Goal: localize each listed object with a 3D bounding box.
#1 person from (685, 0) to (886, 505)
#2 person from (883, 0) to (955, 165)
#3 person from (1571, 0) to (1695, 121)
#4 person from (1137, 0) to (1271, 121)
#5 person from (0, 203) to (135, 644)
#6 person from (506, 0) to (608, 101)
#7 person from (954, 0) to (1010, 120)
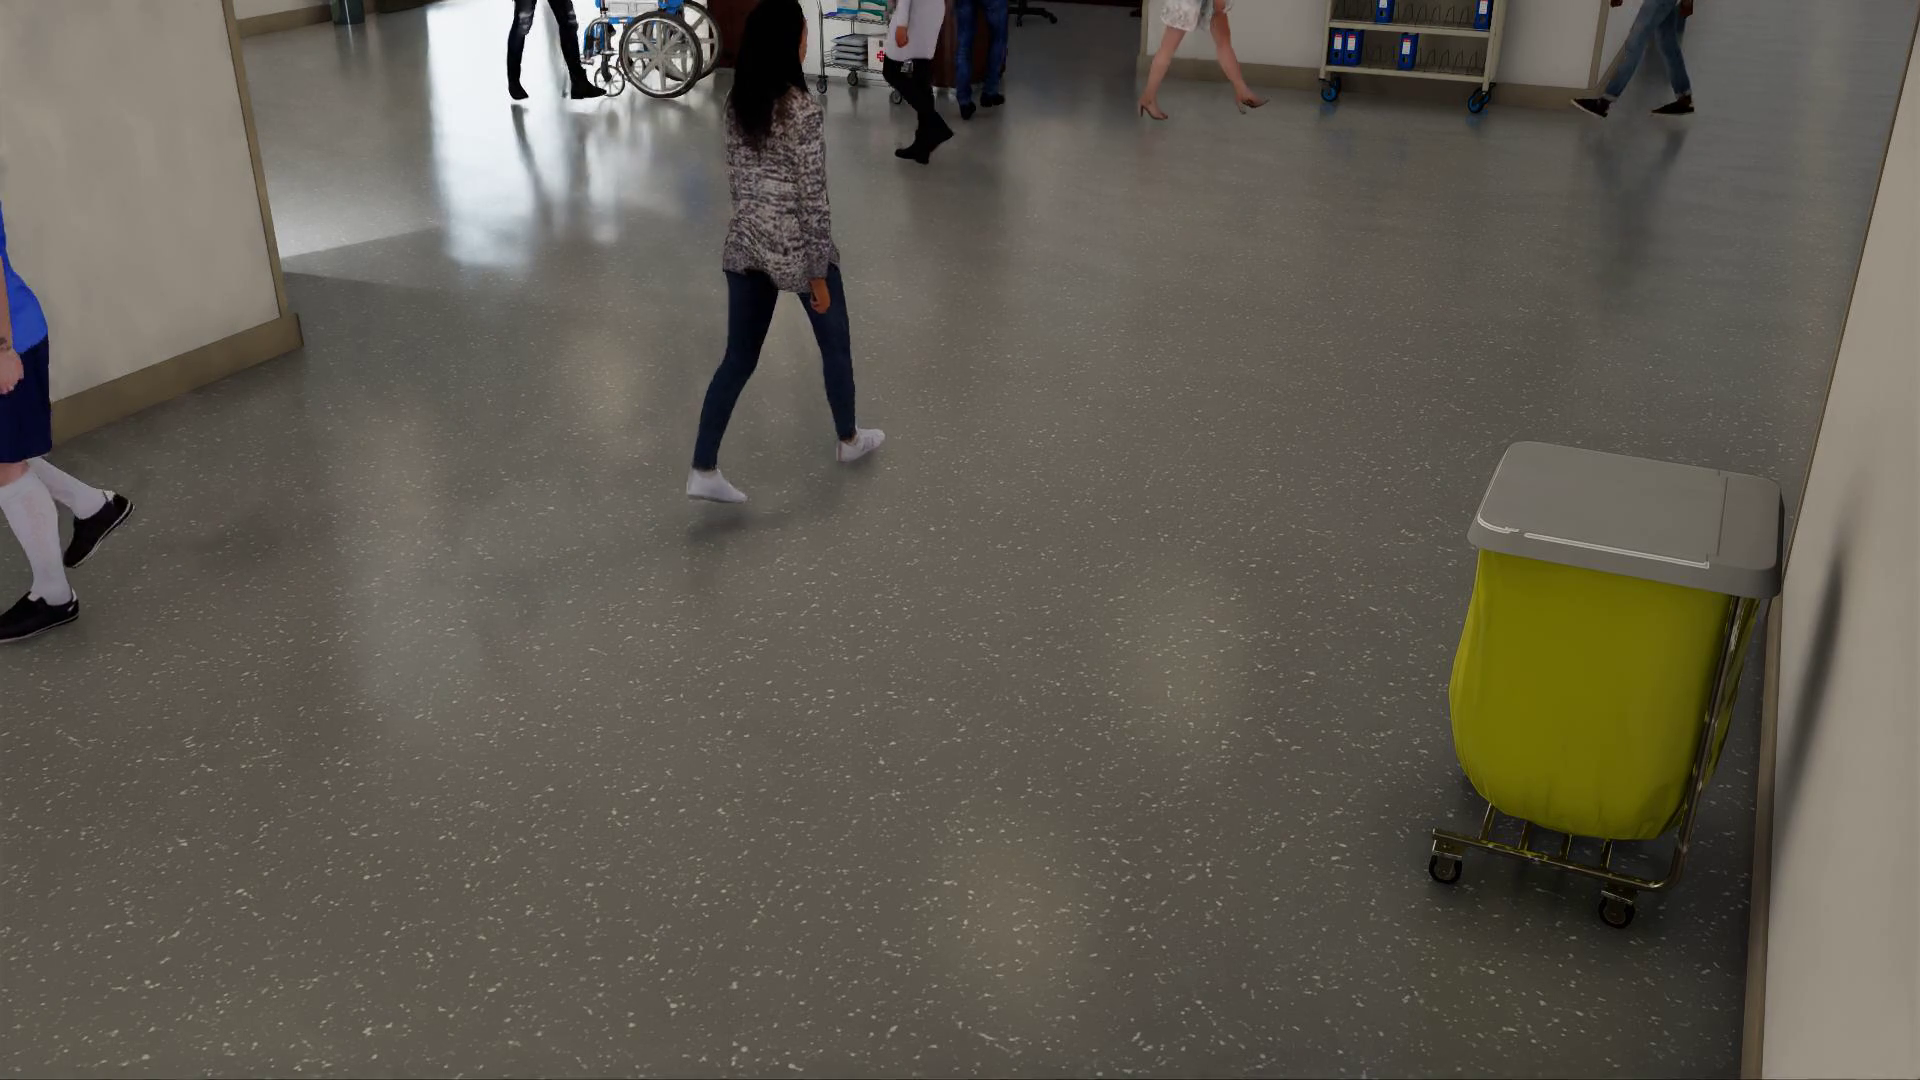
[{"bbox_3d":[-0.689,-0.911,5.641,1.174,1.684,0.811,17,30,31],"label":"person"},{"bbox_3d":[-0.187,-3.218,10.296,0.755,1.797,0.702,17,30,31],"label":"person"},{"bbox_3d":[4.934,-3.762,11.459,1.292,1.765,1.049,-2,26,-3],"label":"person"},{"bbox_3d":[1.521,-3.726,11.427,1.238,1.729,0.928,1,26,1],"label":"person"},{"bbox_3d":[-2.781,-0.607,4.845,0.828,1.828,0.860,22,33,37],"label":"person"},{"bbox_3d":[-3.123,-4.146,12.156,1.169,1.853,0.921,21,33,36],"label":"person"},{"bbox_3d":[0.101,-3.888,11.606,0.741,1.866,0.807,8,27,16],"label":"person"}]
